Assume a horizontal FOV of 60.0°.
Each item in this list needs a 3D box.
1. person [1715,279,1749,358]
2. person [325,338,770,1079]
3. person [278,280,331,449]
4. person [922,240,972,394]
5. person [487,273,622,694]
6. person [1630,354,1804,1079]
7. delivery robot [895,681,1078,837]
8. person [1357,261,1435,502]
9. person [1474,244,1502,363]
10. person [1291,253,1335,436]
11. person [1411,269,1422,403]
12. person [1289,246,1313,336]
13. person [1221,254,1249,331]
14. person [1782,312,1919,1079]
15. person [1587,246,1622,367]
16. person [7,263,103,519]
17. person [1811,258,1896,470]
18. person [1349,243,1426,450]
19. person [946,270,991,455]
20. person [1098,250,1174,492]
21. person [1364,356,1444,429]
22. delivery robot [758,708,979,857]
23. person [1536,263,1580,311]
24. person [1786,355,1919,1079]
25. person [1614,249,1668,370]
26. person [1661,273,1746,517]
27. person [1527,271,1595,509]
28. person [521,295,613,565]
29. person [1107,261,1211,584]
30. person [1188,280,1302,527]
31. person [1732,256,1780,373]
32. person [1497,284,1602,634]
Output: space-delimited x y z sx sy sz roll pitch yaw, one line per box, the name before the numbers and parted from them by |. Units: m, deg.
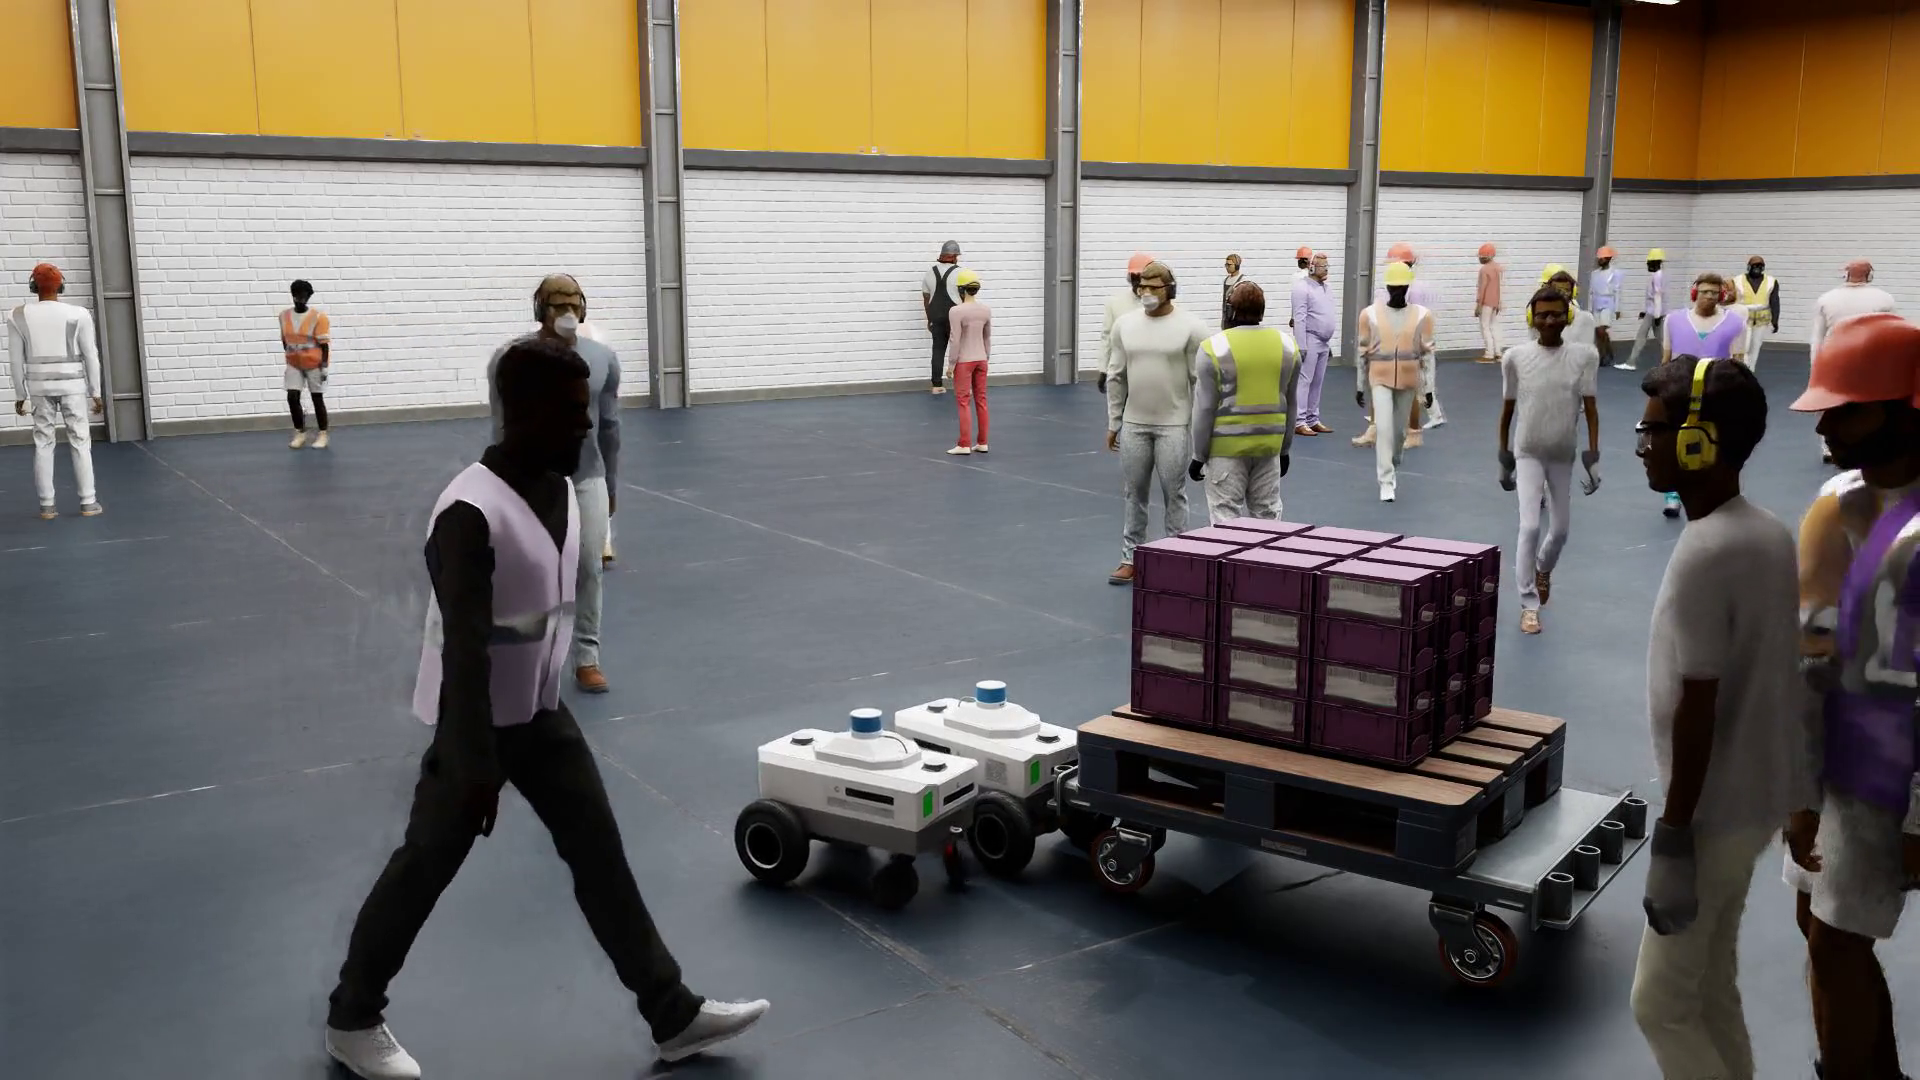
person | 8.266 -2.015 18.066 0.508 1.628 0.283 8 13 38
person | -1.084 0.433 4.071 1.129 1.837 0.611 2 11 12
person | -6.342 -1.702 16.196 0.549 1.660 0.509 1 10 5
person | -0.122 -2.942 22.001 0.688 2.000 0.535 5 12 27
person | -1.863 -0.266 7.666 0.637 1.921 0.614 -7 12 -33
person | 1.519 0.566 3.338 0.442 1.850 0.536 8 13 38
delivery robot | 0.105 0.727 5.708 0.707 0.478 0.477 10 14 43
person | 3.501 -1.298 13.411 0.598 1.892 0.953 1 10 7
person | 8.704 -3.885 27.434 0.370 1.947 0.722 9 14 40
person | 3.741 -2.057 17.519 0.409 1.909 0.641 8 13 39
person | 5.371 -2.407 19.923 0.677 1.722 0.490 -5 11 -25
person | 5.002 -3.298 24.233 0.544 1.939 0.372 -7 13 -35
person | 3.853 -3.094 23.393 0.332 1.842 0.505 -6 12 -31
person | 1.935 0.484 3.572 0.449 1.925 0.555 0 10 -1
person | 10.239 -3.708 26.508 0.415 1.924 0.573 -6 12 -30
person | -6.697 -1.093 12.338 0.599 1.877 0.376 -3 11 -18
person | 8.094 -1.587 15.032 0.668 1.881 0.775 9 14 41
person | 4.176 -1.863 16.163 0.855 2.010 0.629 -4 11 -22
person | 0.076 -1.693 15.910 0.533 1.766 0.312 -9 14 -42
person | 1.483 -1.412 13.801 0.621 1.973 0.837 4 11 23
person | 4.850 -1.979 17.943 0.896 1.591 0.546 1 10 4
delivery robot | -0.298 0.788 5.370 0.707 0.478 0.477 6 12 31
person | 5.633 -1.707 15.811 0.403 1.828 0.596 -1 10 -4
person | 1.995 0.515 3.411 0.565 1.902 0.847 3 11 15
person | 10.763 -3.575 25.901 0.769 1.900 0.595 6 12 30
person | 5.480 -1.058 12.316 0.586 1.800 0.911 5 11 24
person | 4.598 -1.147 12.784 0.511 1.815 1.016 4 11 20
person | -2.498 -0.737 10.597 0.627 1.804 0.937 -6 12 -30
person | 1.164 -0.676 9.861 0.635 1.936 0.354 5 12 27
person | 1.531 -0.484 9.072 0.621 1.845 0.428 -3 11 -17
person | 10.851 -2.960 22.739 0.625 1.801 0.898 3 11 14
person | 3.150 -0.458 8.944 0.524 1.842 0.759 2 11 10
